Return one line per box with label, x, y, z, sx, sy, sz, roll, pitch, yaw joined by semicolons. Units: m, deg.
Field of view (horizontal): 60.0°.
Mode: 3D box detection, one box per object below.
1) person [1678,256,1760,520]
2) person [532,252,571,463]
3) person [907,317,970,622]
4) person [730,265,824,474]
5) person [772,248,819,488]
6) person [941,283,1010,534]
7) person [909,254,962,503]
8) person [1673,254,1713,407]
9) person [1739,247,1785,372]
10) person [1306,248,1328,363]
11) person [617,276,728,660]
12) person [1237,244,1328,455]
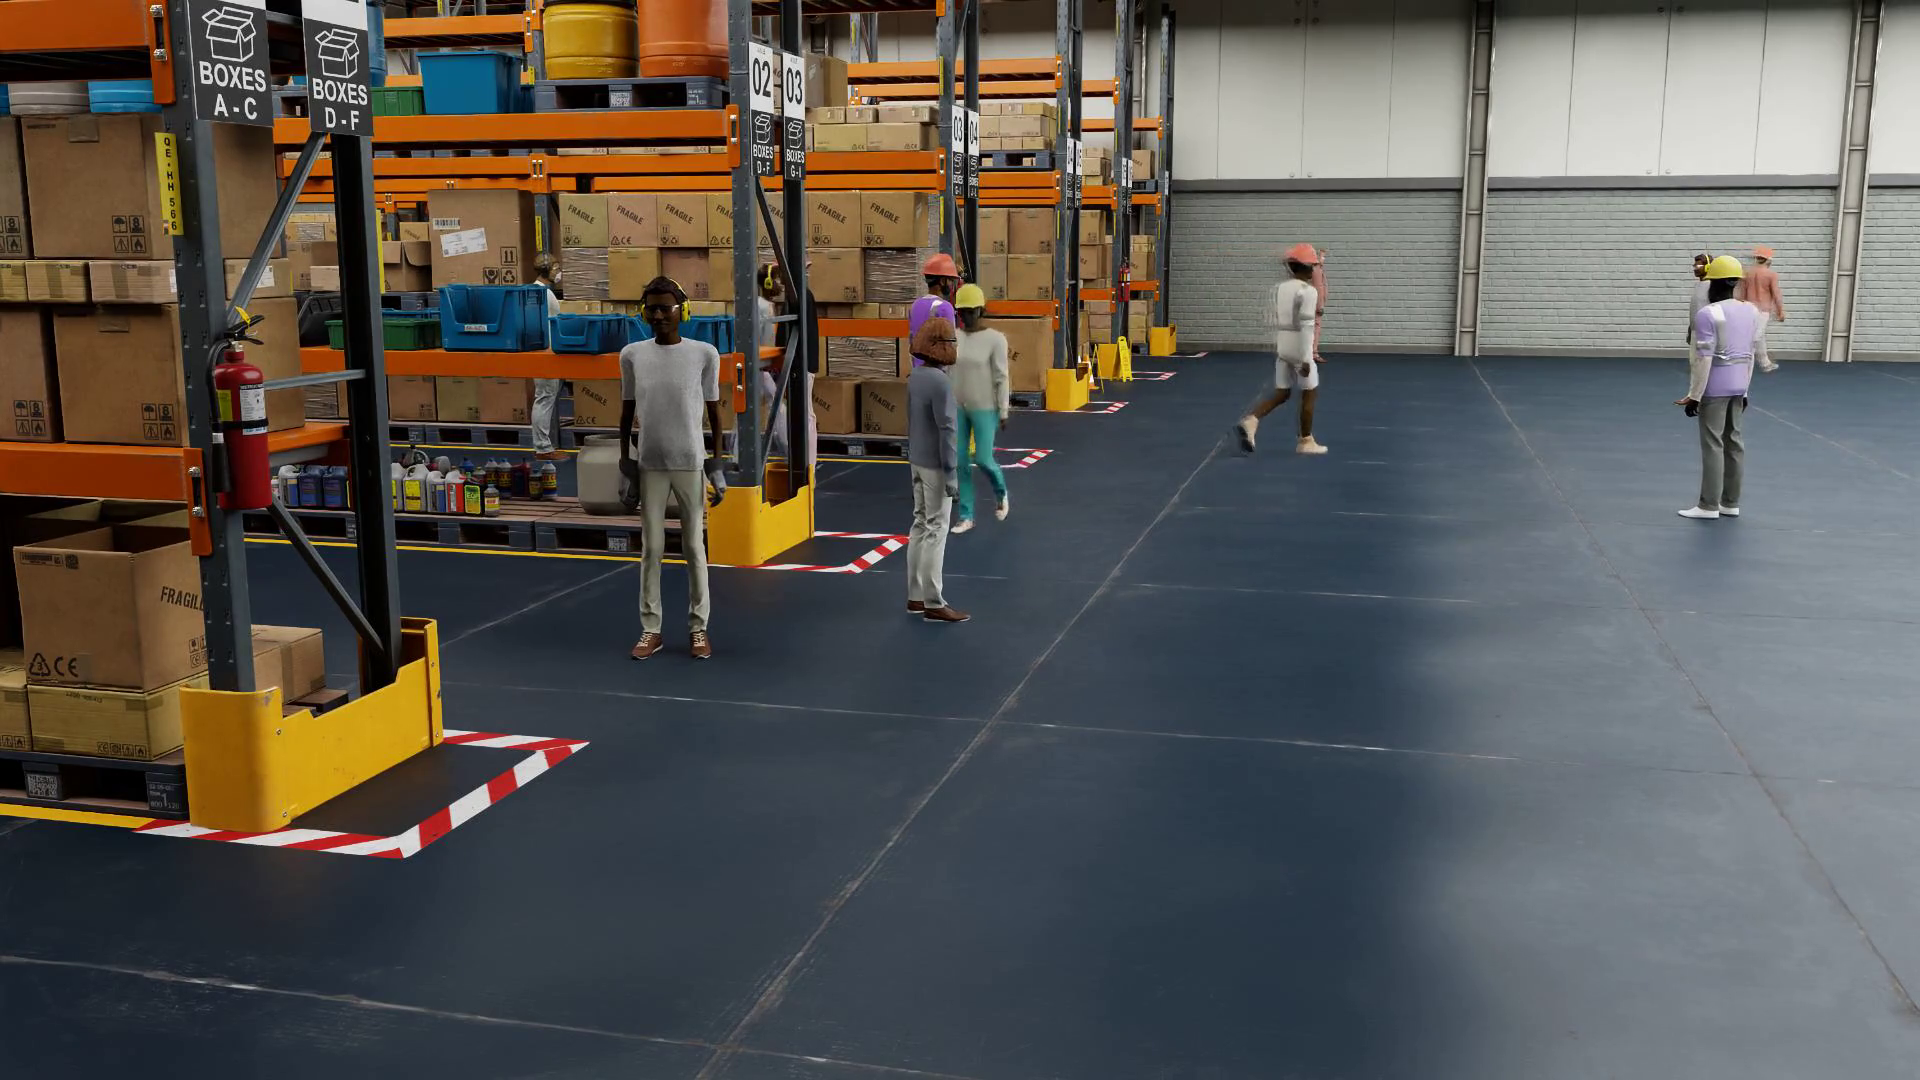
person;5.553;-1.107;12.184;0.589;1.927;0.387;-5;11;-26
person;-3.821;-1.675;15.345;0.370;1.932;0.622;-2;11;-13
person;-0.133;-0.379;8.963;0.266;1.632;0.509;-4;11;-21
person;-1.608;-1.471;14.489;0.915;1.824;0.539;-1;10;-4
person;-1.348;-1.415;13.701;0.379;1.996;0.608;0;10;1
person;0.104;-0.921;11.657;0.531;1.752;0.476;5;11;25
person;-0.167;-1.257;12.993;0.373;1.933;0.551;-7;12;-33
person;9.073;-2.563;20.413;0.325;1.871;0.521;-1;10;-4
person;12.281;-3.517;25.528;1.046;1.944;0.617;-4;11;-20
person;5.963;-3.924;27.872;0.406;1.902;0.636;-2;10;-8
person;-1.407;-0.343;8.112;0.539;1.869;0.313;0;10;-2
person;3.089;-1.784;15.723;0.872;2.015;0.614;-4;11;-23
